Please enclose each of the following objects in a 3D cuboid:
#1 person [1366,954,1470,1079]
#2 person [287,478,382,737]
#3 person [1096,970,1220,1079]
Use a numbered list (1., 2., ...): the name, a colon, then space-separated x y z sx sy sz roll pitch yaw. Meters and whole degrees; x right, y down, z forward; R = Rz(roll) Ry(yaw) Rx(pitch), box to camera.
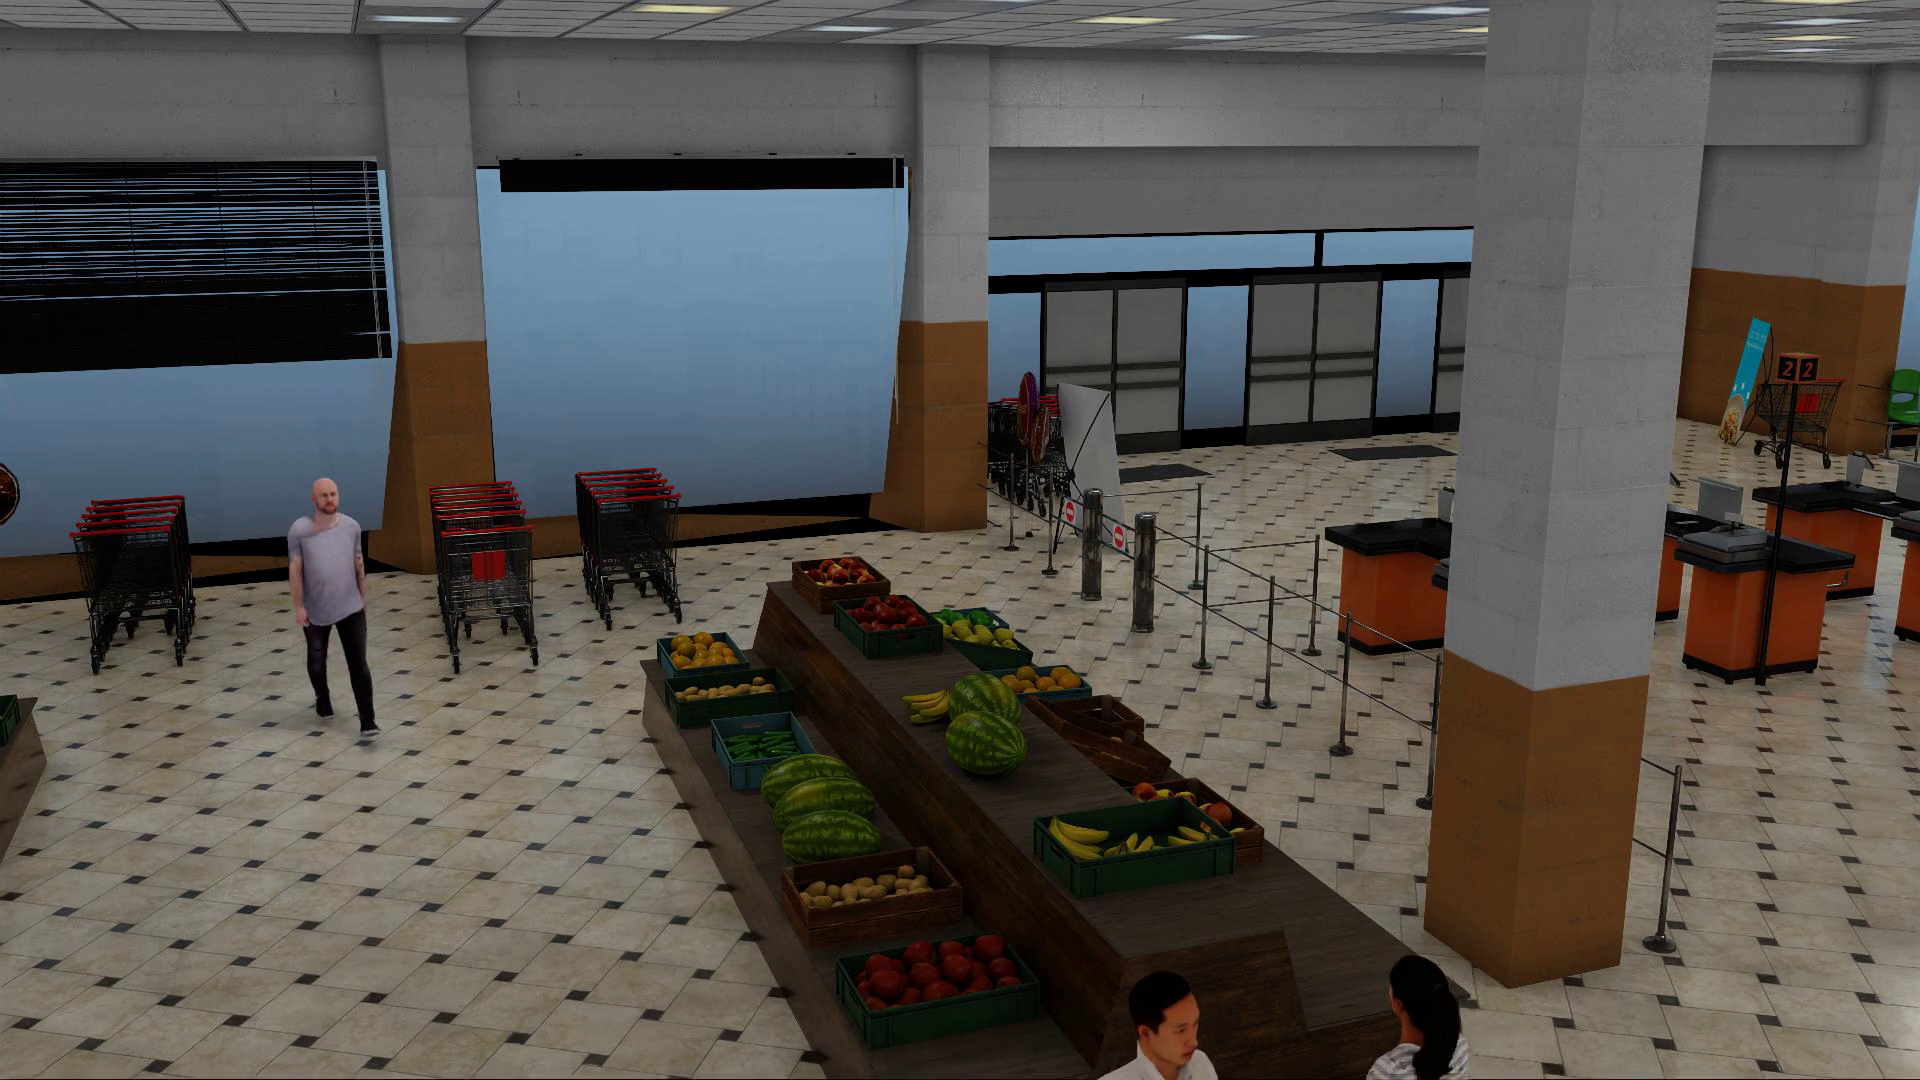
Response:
1. person: 1.498 2.120 5.254 0.581 1.603 1.115 -6 15 -22
2. person: -4.437 0.473 11.666 0.805 1.781 1.275 -8 16 -28
3. person: 0.515 2.097 4.996 1.015 1.768 1.303 -13 19 -43
